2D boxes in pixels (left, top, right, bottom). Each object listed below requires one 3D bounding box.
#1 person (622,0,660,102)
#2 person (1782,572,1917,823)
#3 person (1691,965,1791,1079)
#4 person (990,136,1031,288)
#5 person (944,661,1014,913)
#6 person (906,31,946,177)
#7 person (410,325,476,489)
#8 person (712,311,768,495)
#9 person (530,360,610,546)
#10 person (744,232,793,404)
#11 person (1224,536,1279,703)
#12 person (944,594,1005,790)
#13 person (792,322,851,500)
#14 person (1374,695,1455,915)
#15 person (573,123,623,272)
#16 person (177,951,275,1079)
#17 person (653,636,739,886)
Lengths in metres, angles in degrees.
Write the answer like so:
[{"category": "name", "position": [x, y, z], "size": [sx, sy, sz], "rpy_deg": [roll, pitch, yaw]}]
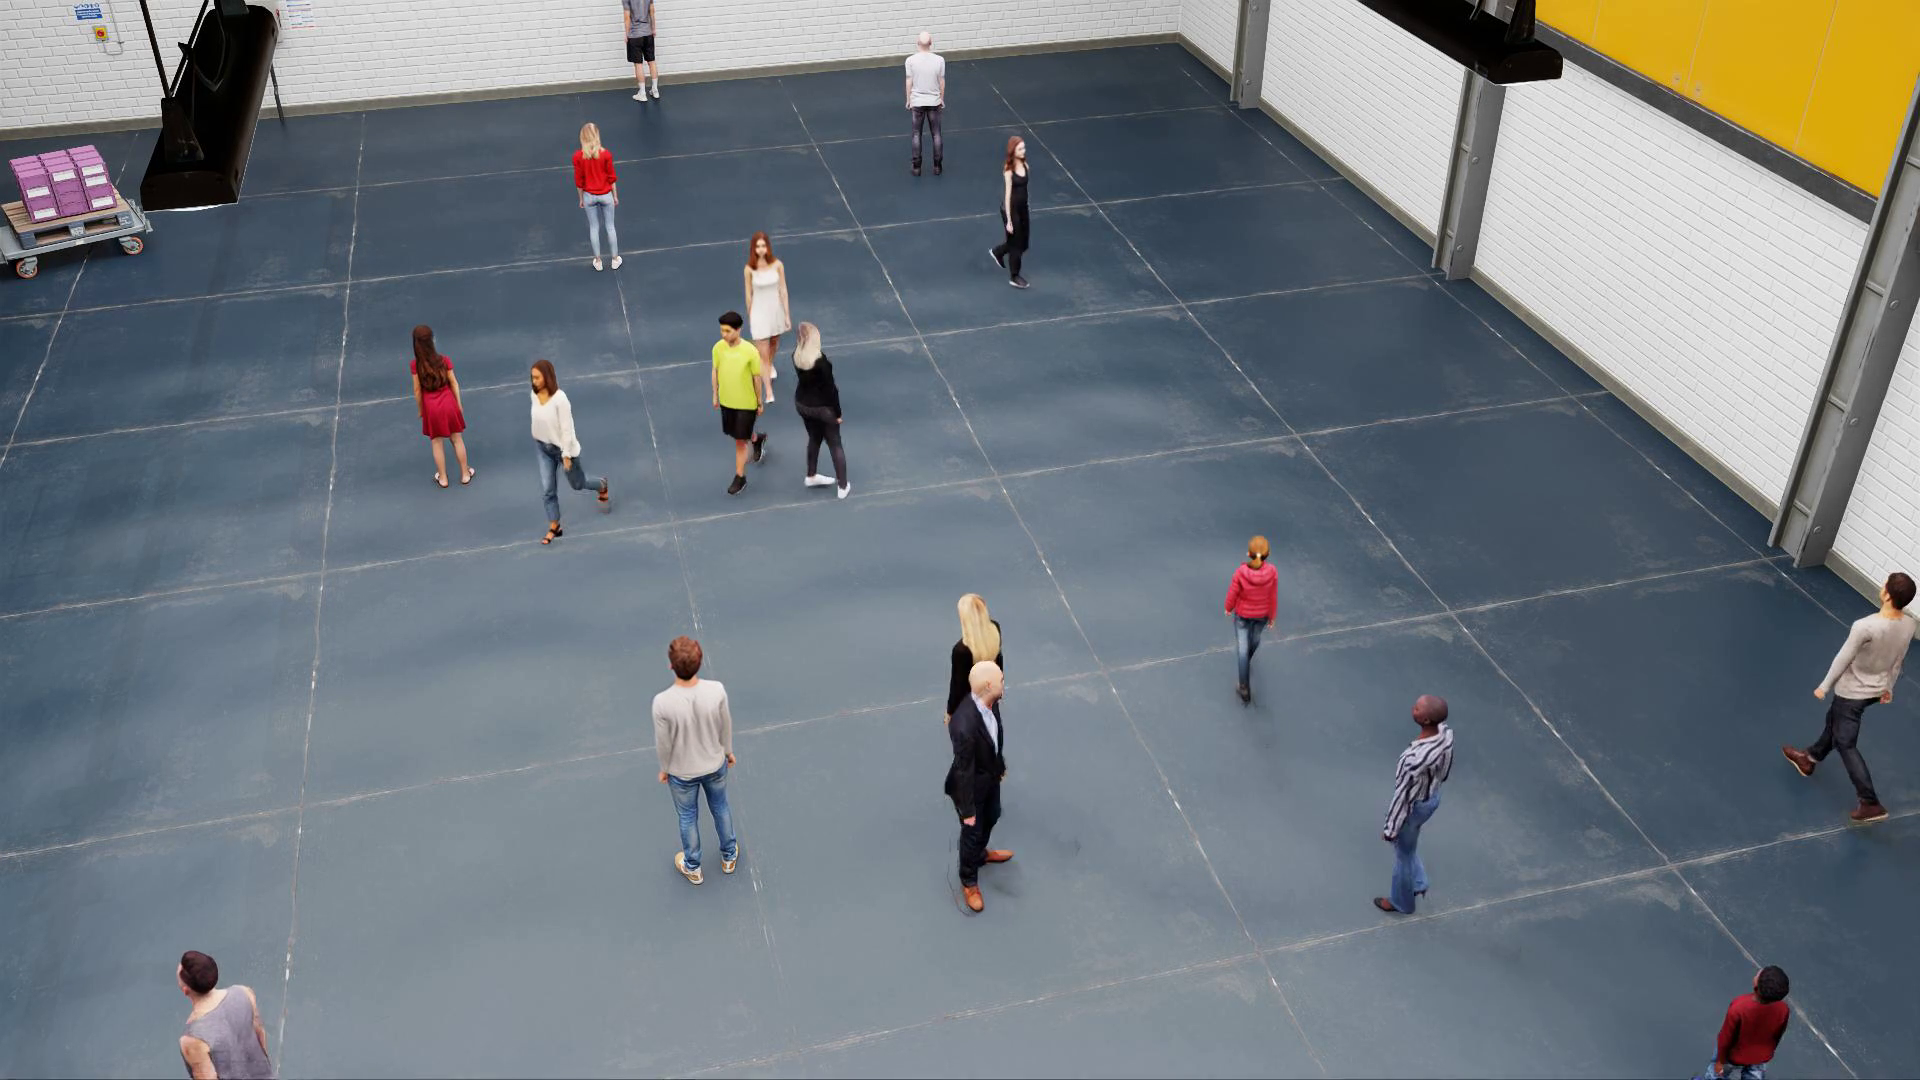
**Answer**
[{"category": "person", "position": [-4.536, -7.200, 23.651], "size": [0.733, 1.871, 0.708], "rpy_deg": [-25, 41, -32]}, {"category": "person", "position": [6.119, 1.080, 11.226], "size": [0.729, 1.836, 1.198], "rpy_deg": [-12, 36, -18]}, {"category": "person", "position": [4.327, 2.845, 9.105], "size": [0.634, 1.244, 0.882], "rpy_deg": [0, 34, 1]}, {"category": "person", "position": [0.540, -3.655, 18.444], "size": [0.952, 1.731, 0.845], "rpy_deg": [25, 41, 32]}, {"category": "person", "position": [0.095, 1.555, 10.562], "size": [0.815, 1.780, 0.875], "rpy_deg": [-28, 43, -35]}, {"category": "person", "position": [-0.446, -5.577, 21.245], "size": [0.687, 1.831, 0.602], "rpy_deg": [-5, 34, -7]}, {"category": "person", "position": [-4.675, -1.202, 14.917], "size": [0.547, 1.551, 0.604], "rpy_deg": [-10, 35, -15]}, {"category": "person", "position": [-1.952, -1.299, 14.944], "size": [1.020, 1.683, 1.129], "rpy_deg": [14, 36, 20]}, {"category": "person", "position": [-3.367, -0.798, 14.219], "size": [1.027, 1.650, 1.096], "rpy_deg": [18, 37, 25]}, {"category": "person", "position": [-1.897, -2.255, 16.404], "size": [0.538, 1.658, 1.139], "rpy_deg": [-8, 35, -12]}, {"category": "person", "position": [2.186, 0.605, 12.439], "size": [0.659, 1.284, 0.962], "rpy_deg": [-1, 34, -2]}, {"category": "person", "position": [0.191, 1.151, 11.122], "size": [0.817, 1.833, 0.769], "rpy_deg": [23, 40, 30]}, {"category": "person", "position": [-1.348, -1.150, 14.743], "size": [0.913, 1.657, 0.836], "rpy_deg": [-23, 40, -30]}, {"category": "person", "position": [2.906, 1.707, 10.329], "size": [0.808, 1.784, 0.765], "rpy_deg": [23, 40, 30]}, {"category": "person", "position": [-4.094, -3.876, 18.801], "size": [0.629, 1.704, 0.514], "rpy_deg": [-6, 34, -9]}, {"category": "person", "position": [-3.710, 2.860, 8.666], "size": [0.863, 1.829, 0.781], "rpy_deg": [13, 36, 18]}, {"category": "person", "position": [-1.681, 1.422, 10.649], "size": [0.682, 1.905, 0.618], "rpy_deg": [-13, 36, -19]}]
